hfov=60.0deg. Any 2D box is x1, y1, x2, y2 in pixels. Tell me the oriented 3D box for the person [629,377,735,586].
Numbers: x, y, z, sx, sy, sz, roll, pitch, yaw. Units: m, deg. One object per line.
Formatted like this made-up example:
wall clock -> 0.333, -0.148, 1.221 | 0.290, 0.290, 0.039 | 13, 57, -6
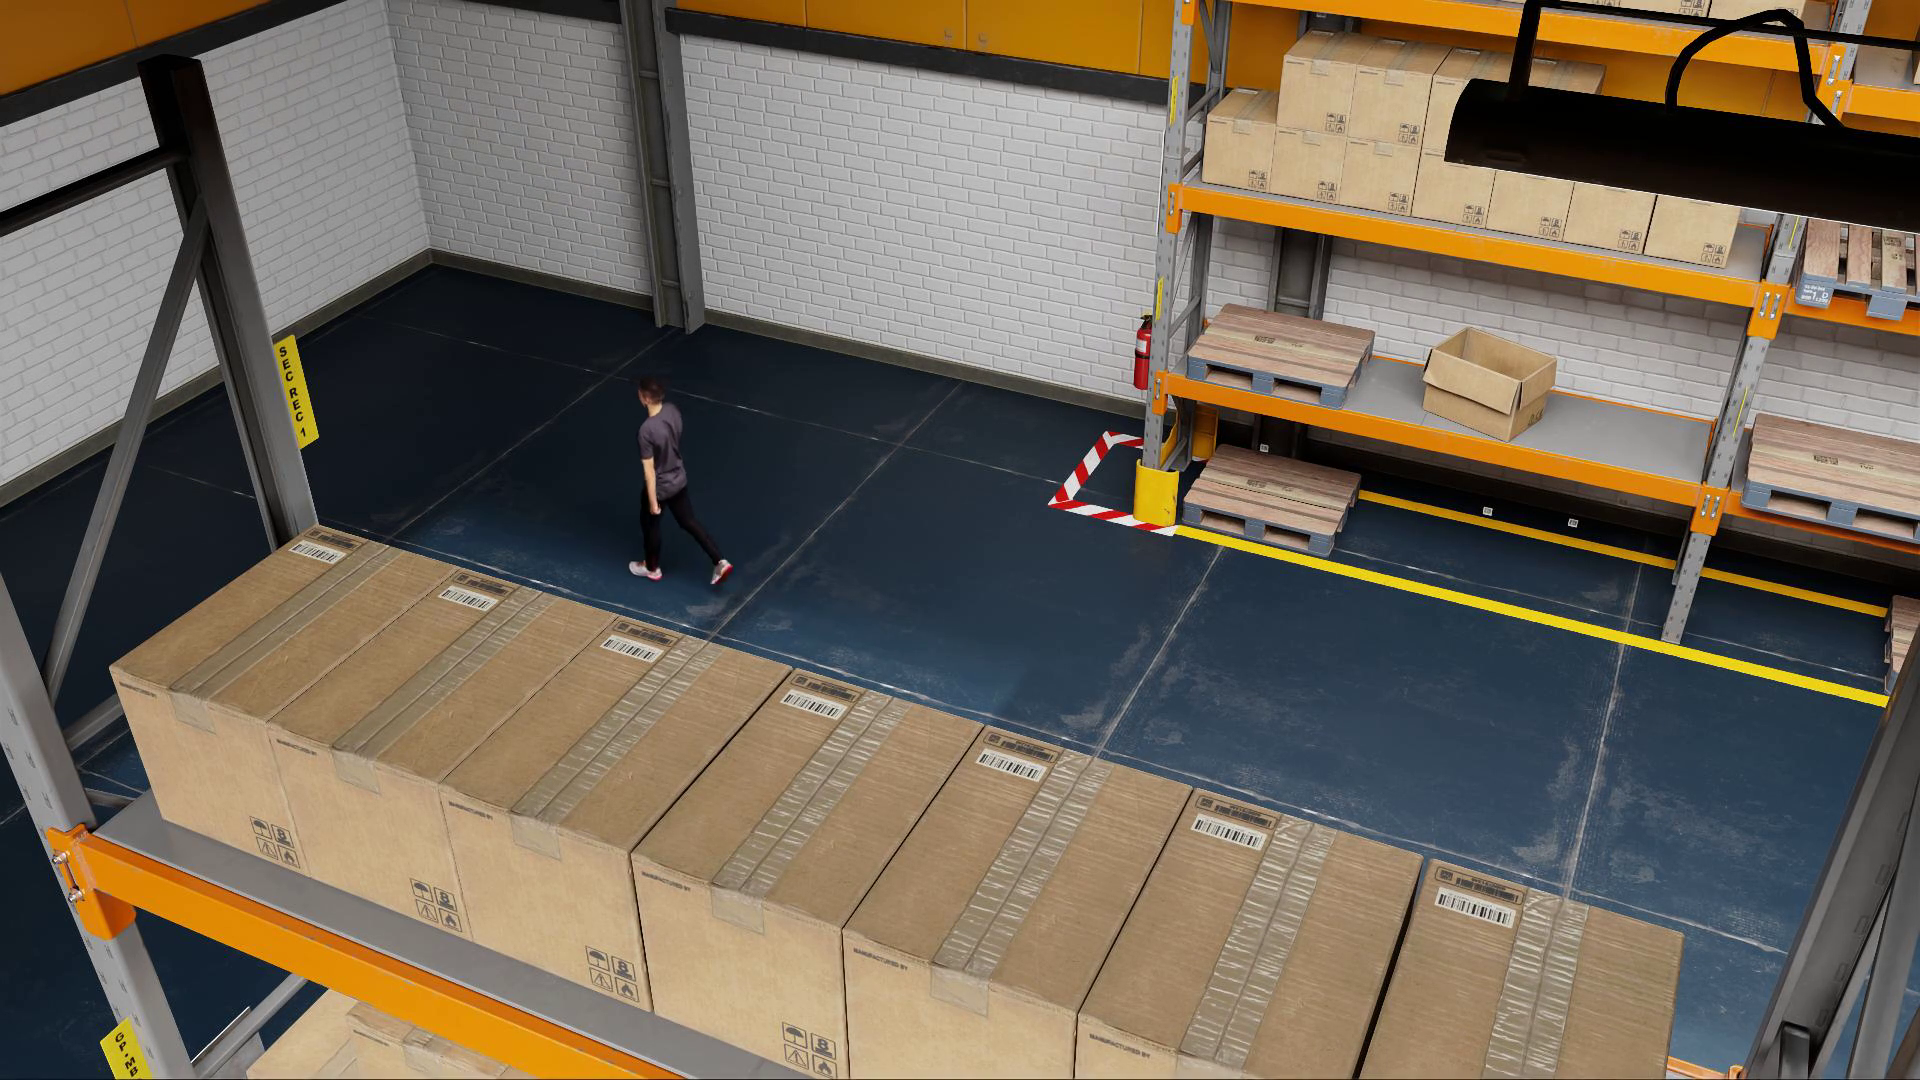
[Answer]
person -> -2.073, -0.381, 12.102 | 1.109, 1.739, 0.665 | 15, 37, 22
